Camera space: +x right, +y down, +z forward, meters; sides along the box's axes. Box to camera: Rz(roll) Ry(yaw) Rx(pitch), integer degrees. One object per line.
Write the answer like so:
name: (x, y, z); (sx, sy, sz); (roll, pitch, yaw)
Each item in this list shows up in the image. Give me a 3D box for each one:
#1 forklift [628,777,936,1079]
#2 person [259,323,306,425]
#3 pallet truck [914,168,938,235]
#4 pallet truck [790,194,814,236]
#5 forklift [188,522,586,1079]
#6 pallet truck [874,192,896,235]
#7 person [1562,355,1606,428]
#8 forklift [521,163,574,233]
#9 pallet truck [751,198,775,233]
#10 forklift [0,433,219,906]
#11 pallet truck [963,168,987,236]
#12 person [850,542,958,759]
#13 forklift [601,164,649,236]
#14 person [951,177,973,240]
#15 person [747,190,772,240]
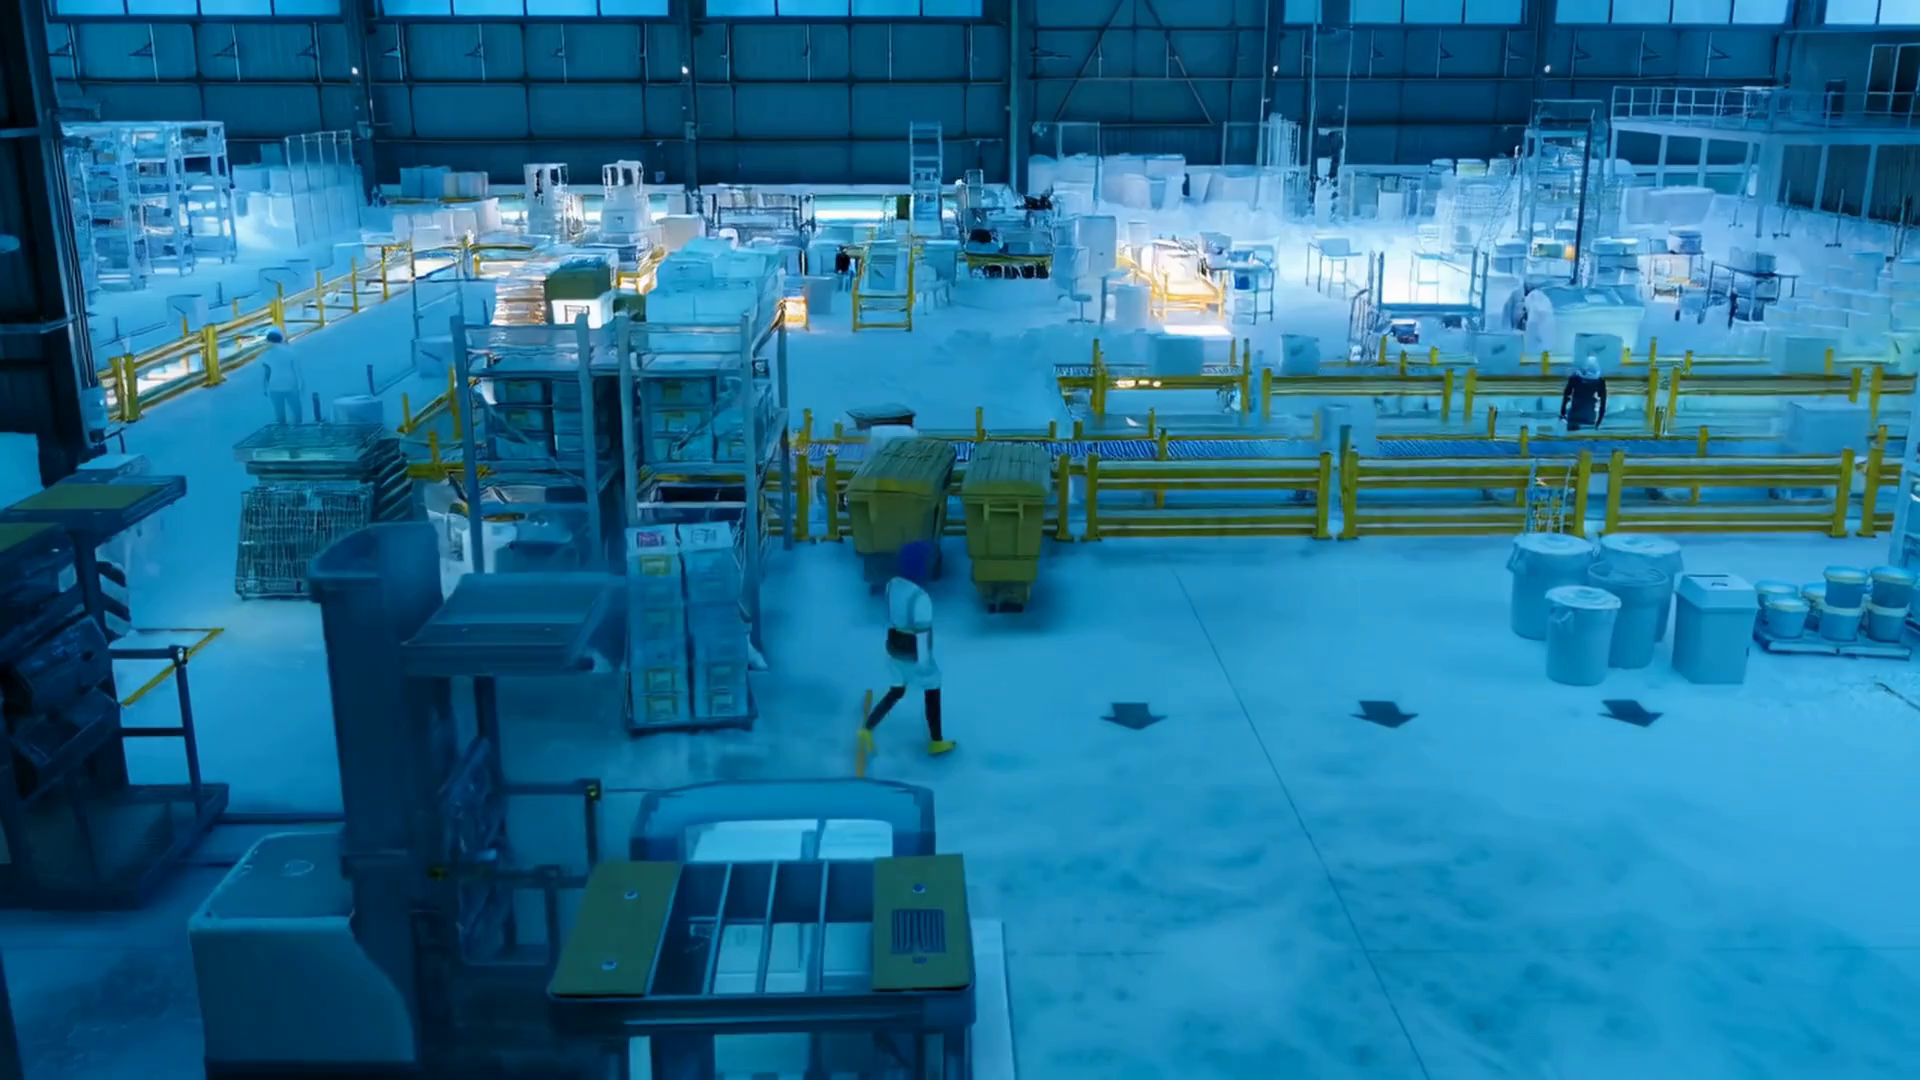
forklift: (-0.542, 2.165, 5.552); (1.129, 2.768, 1.873); (-1, 16, -2)
person: (-8.947, -1.991, 22.004); (0.542, 1.750, 0.367); (-3, 16, -10)
pallet truck: (-0.989, -10.316, 50.507); (0.823, 1.965, 1.885); (1, 16, 3)
pallet truck: (-4.814, -9.883, 50.259); (0.704, 1.261, 1.522); (-1, 16, -3)
forklift: (-2.811, 1.360, 8.348); (1.873, 2.768, 1.129); (0, 16, -1)
pallet truck: (-2.277, -9.986, 50.594); (0.653, 1.274, 1.630); (0, 16, -1)
person: (7.613, -1.460, 20.374); (0.498, 1.632, 0.289); (14, 21, 40)
forklift: (-12.233, -10.122, 49.298); (1.157, 1.987, 2.680); (0, 16, -1)
pallet truck: (-6.051, -9.967, 50.660); (0.680, 1.201, 1.601); (0, 16, -1)
forklift: (-5.952, 0.780, 10.366); (1.873, 2.768, 1.129); (0, 16, -1)
pallet truck: (0.383, -10.230, 50.206); (0.823, 1.965, 1.885); (-1, 16, -3)
person: (-0.420, 0.831, 12.338); (0.753, 1.668, 0.525); (-13, 20, -37)
forklift: (-9.948, -10.127, 49.296); (1.157, 1.987, 2.680); (-1, 16, -3)
person: (0.025, -9.558, 48.125); (0.786, 1.860, 0.703); (-12, 20, -35)
person: (-4.904, -7.544, 40.784); (0.607, 2.048, 0.366); (-1, 16, -5)
